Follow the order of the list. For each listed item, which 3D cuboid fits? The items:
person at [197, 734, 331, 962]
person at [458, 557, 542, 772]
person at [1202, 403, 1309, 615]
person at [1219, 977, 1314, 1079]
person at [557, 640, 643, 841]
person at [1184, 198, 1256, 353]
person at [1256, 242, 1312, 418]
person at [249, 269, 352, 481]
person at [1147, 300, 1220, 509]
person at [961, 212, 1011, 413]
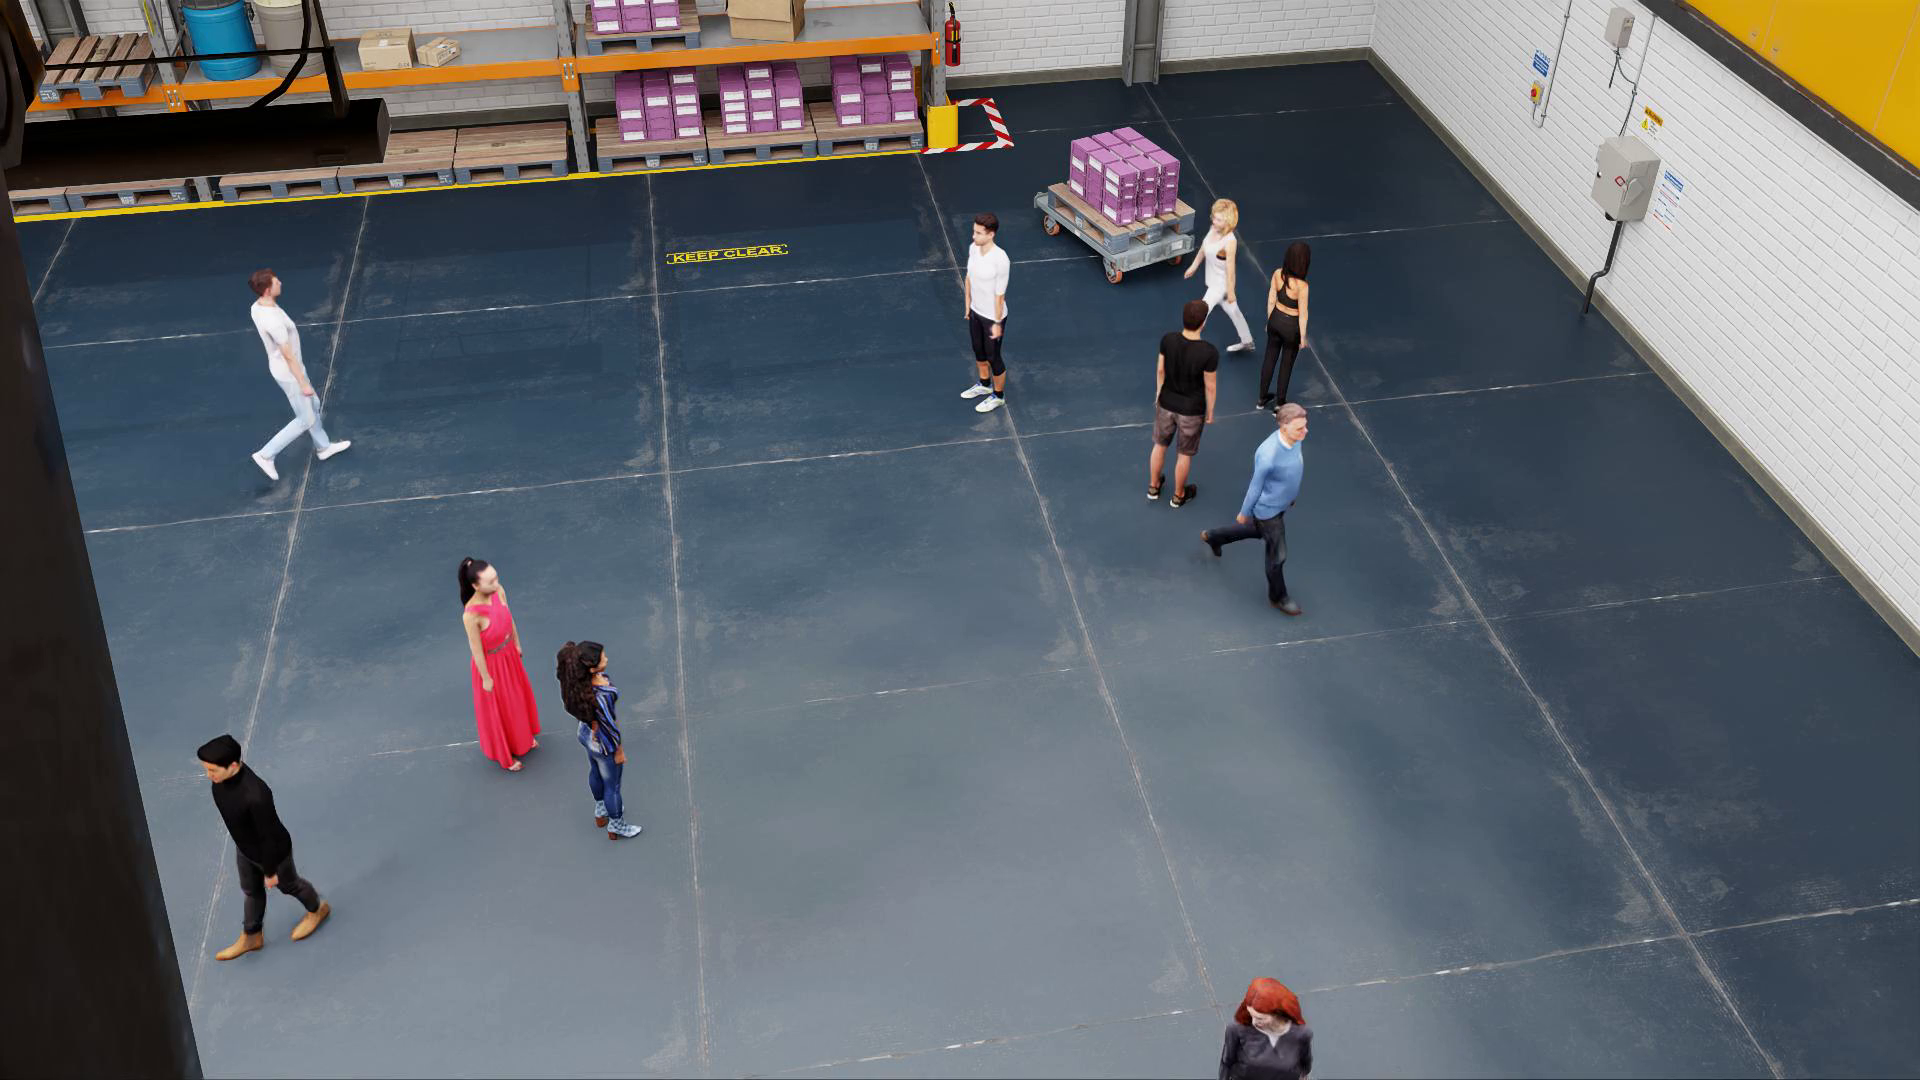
[{"bbox_3d":[-4.053,1.739,9.767,0.978,1.705,1.054,27,46,30],"label":"person"},{"bbox_3d":[-3.043,0.809,10.919,0.733,1.723,0.719,13,40,16],"label":"person"},{"bbox_3d":[2.216,-0.300,12.264,1.223,1.778,1.168,23,44,26],"label":"person"},{"bbox_3d":[1.576,2.747,8.478,0.672,1.740,0.869,-4,39,-5],"label":"person"},{"bbox_3d":[-2.257,1.245,10.457,0.693,1.618,0.699,-24,44,-27],"label":"person"},{"bbox_3d":[2.409,-2.315,14.914,1.159,1.617,0.727,-1,39,-1],"label":"person"},{"bbox_3d":[2.783,-1.819,14.274,0.656,1.642,0.641,-30,47,-32],"label":"person"},{"bbox_3d":[-5.516,-1.312,13.489,1.137,1.829,0.923,-24,44,-27],"label":"person"},{"bbox_3d":[1.751,-1.070,13.162,0.734,1.860,0.817,18,42,21],"label":"person"},{"bbox_3d":[0.244,-1.973,14.301,0.732,1.848,0.737,-26,45,-29],"label":"person"}]
